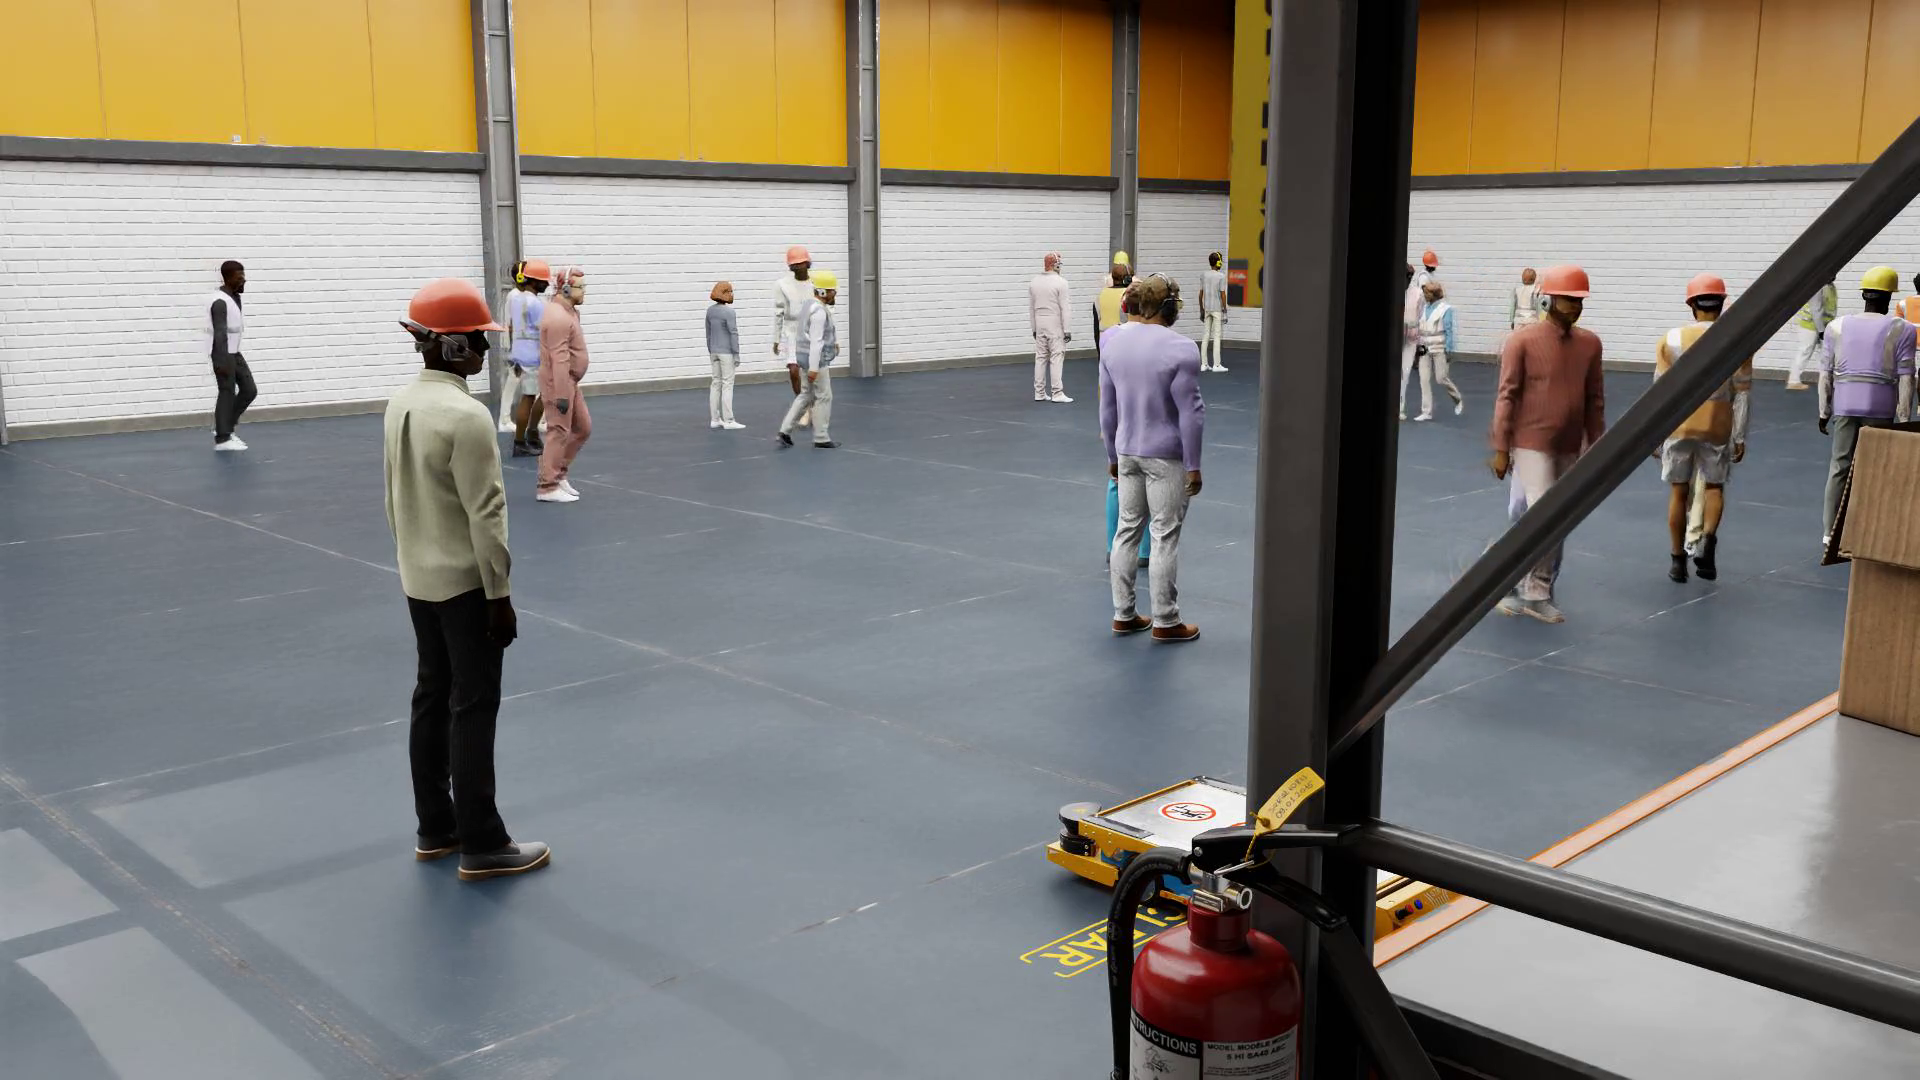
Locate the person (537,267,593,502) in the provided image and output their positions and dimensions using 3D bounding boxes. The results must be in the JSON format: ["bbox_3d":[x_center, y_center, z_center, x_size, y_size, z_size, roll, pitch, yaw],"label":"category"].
[{"bbox_3d":[-3.181,-1.225,13.277,0.466,1.876,0.667,-2,10,-8],"label":"person"}]

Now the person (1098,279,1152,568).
[{"bbox_3d":[1.128,-0.737,10.710,0.578,1.841,0.375,10,15,44],"label":"person"}]

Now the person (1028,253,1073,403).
[{"bbox_3d":[1.184,-2.710,21.290,0.651,1.907,0.409,10,15,44],"label":"person"}]

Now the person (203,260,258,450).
[{"bbox_3d":[-7.234,-1.819,16.476,0.459,1.888,0.613,-1,10,-5],"label":"person"}]

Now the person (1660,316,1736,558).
[{"bbox_3d":[4.989,-0.706,11.138,0.526,1.608,0.541,8,13,35],"label":"person"}]

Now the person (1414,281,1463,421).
[{"bbox_3d":[5.527,-2.184,19.214,0.603,1.621,0.517,-7,12,-33],"label":"person"}]

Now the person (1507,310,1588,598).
[{"bbox_3d":[3.433,-0.500,9.694,0.525,1.744,0.407,7,13,35],"label":"person"}]

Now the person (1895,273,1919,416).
[{"bbox_3d":[11.360,-2.322,19.736,0.540,1.699,0.315,10,15,44],"label":"person"}]

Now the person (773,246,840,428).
[{"bbox_3d":[-1.694,-2.227,18.358,0.770,2.005,0.659,0,10,0],"label":"person"}]

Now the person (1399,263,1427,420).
[{"bbox_3d":[5.077,-2.285,19.225,0.623,1.819,0.450,-2,11,-9],"label":"person"}]

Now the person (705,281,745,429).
[{"bbox_3d":[-2.610,-2.042,18.391,0.507,1.632,0.275,10,15,44],"label":"person"}]

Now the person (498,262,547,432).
[{"bbox_3d":[-4.665,-2.085,18.057,0.841,1.836,0.537,-3,11,-14],"label":"person"}]

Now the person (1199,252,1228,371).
[{"bbox_3d":[3.993,-3.580,26.144,0.531,1.865,0.316,10,15,44],"label":"person"}]

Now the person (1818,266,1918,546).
[{"bbox_3d":[6.152,-0.889,11.300,0.594,1.926,0.367,10,15,44],"label":"person"}]

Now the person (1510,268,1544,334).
[{"bbox_3d":[8.465,-3.233,24.854,0.522,1.645,0.305,10,15,44],"label":"person"}]

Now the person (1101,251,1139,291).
[{"bbox_3d":[2.414,-3.388,25.013,0.586,1.900,0.761,4,11,22],"label":"person"}]

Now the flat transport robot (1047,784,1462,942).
[{"bbox_3d":[1.022,1.042,5.290,0.652,0.197,1.431,-10,14,-44],"label":"flat transport robot"}]

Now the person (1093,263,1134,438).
[{"bbox_3d":[1.688,-1.960,17.374,0.633,1.842,0.429,10,15,44],"label":"person"}]

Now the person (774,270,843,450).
[{"bbox_3d":[-1.513,-1.777,16.523,0.681,1.800,0.610,-3,11,-16],"label":"person"}]

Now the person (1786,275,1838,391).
[{"bbox_3d":[11.802,-2.917,22.786,0.672,1.782,0.817,-7,13,-35],"label":"person"}]

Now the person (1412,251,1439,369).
[{"bbox_3d":[7.454,-3.667,26.603,0.377,1.884,0.662,4,11,21],"label":"person"}]

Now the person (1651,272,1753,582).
[{"bbox_3d":[4.518,-0.675,10.186,0.552,1.907,0.485,4,11,21],"label":"person"}]

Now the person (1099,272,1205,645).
[{"bbox_3d":[1.015,-0.423,8.727,0.635,1.939,0.360,10,15,44],"label":"person"}]

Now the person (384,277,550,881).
[{"bbox_3d":[-1.667,0.133,5.541,0.622,1.993,0.382,10,15,44],"label":"person"}]

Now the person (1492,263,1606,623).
[{"bbox_3d":[3.247,-0.516,9.117,0.612,1.979,0.427,-4,11,-22],"label":"person"}]

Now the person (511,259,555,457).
[{"bbox_3d":[-4.095,-1.740,16.012,0.593,1.899,0.555,-6,12,-31],"label":"person"}]
